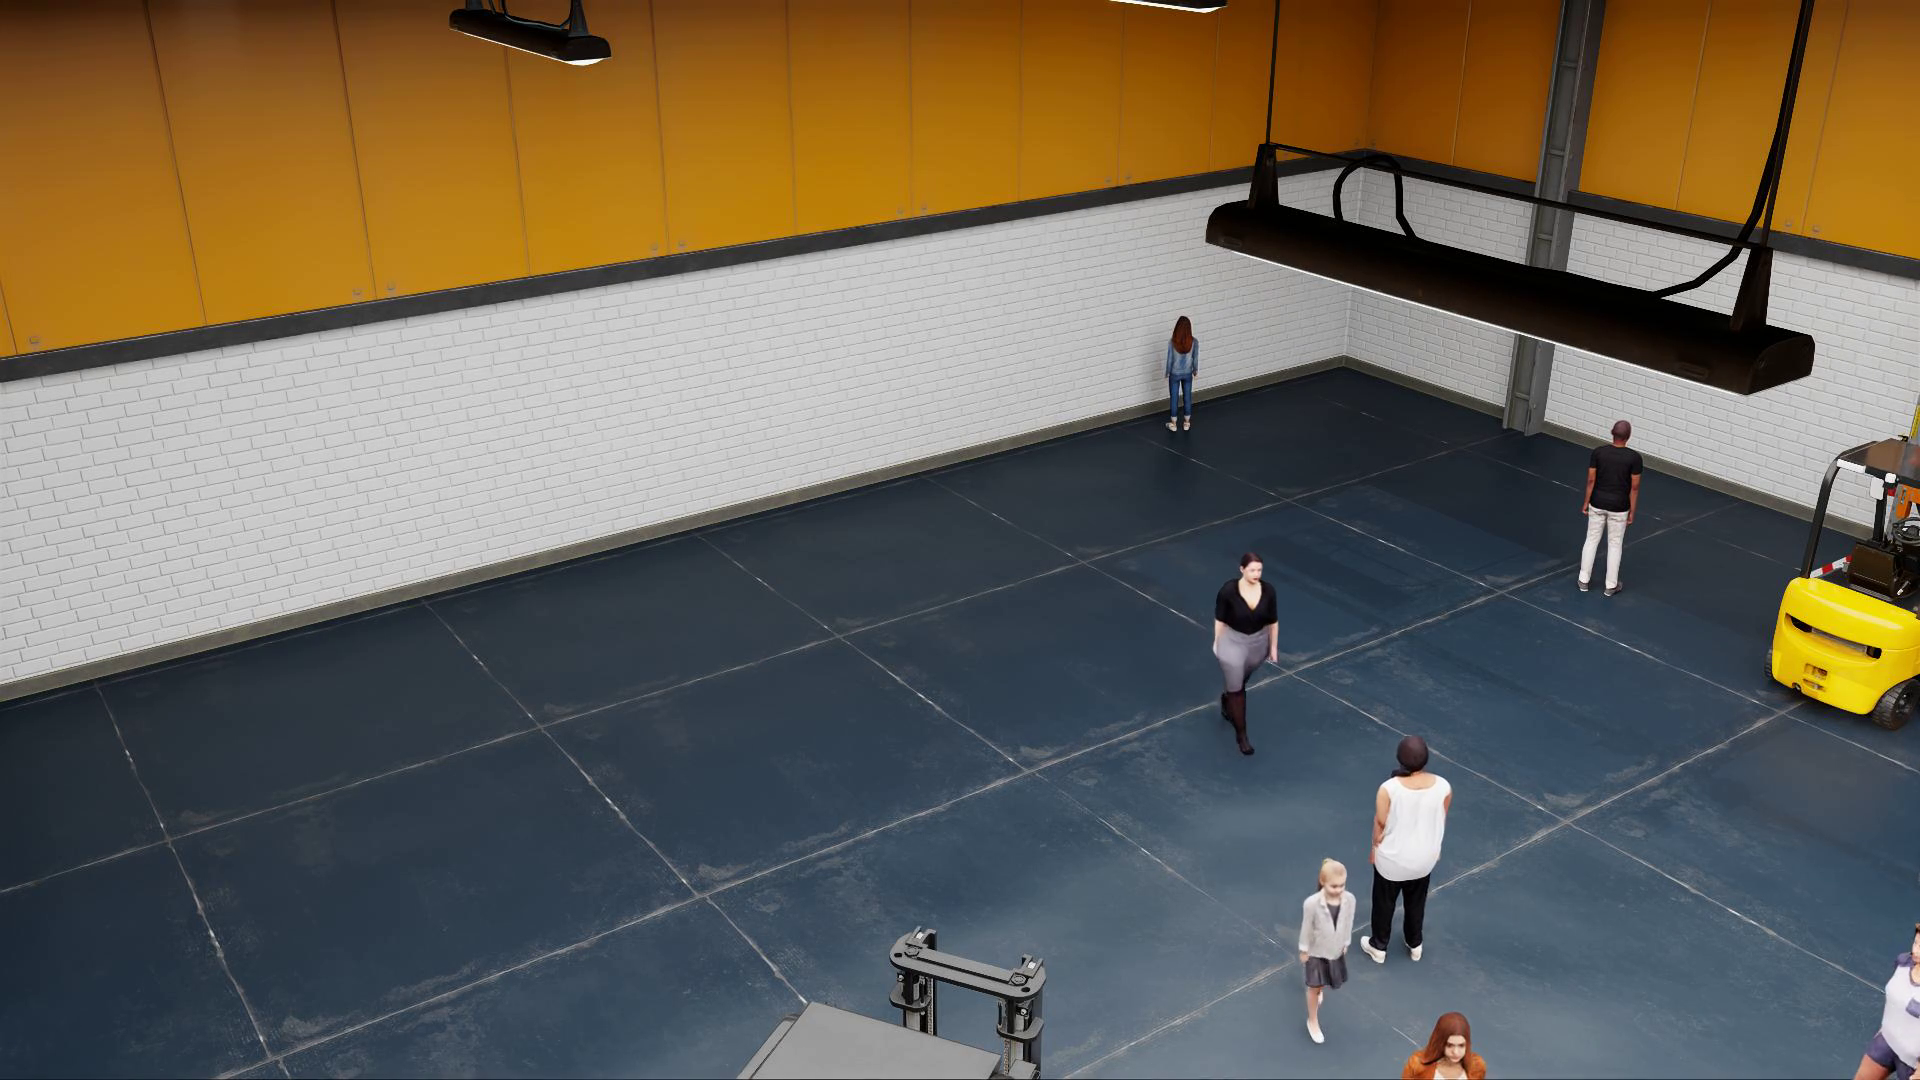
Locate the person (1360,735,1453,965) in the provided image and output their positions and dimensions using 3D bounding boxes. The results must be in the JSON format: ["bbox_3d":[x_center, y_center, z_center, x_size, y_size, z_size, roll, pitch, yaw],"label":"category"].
[{"bbox_3d":[2.982,2.070,11.178,0.760,1.685,0.776,-3,24,-7],"label":"person"}]

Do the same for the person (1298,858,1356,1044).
[{"bbox_3d":[2.303,2.555,10.592,0.673,1.264,0.782,-3,24,-7],"label":"person"}]

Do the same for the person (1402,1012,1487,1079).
[{"bbox_3d":[2.474,3.144,8.675,0.717,1.721,0.728,-2,24,-5],"label":"person"}]

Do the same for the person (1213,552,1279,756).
[{"bbox_3d":[2.331,0.874,13.893,0.990,1.700,1.242,-4,24,-10],"label":"person"}]

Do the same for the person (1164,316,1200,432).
[{"bbox_3d":[2.787,-2.102,20.983,0.640,1.475,0.635,-3,24,-8],"label":"person"}]

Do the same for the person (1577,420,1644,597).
[{"bbox_3d":[6.447,-0.330,16.519,0.671,1.804,0.798,14,27,28],"label":"person"}]
